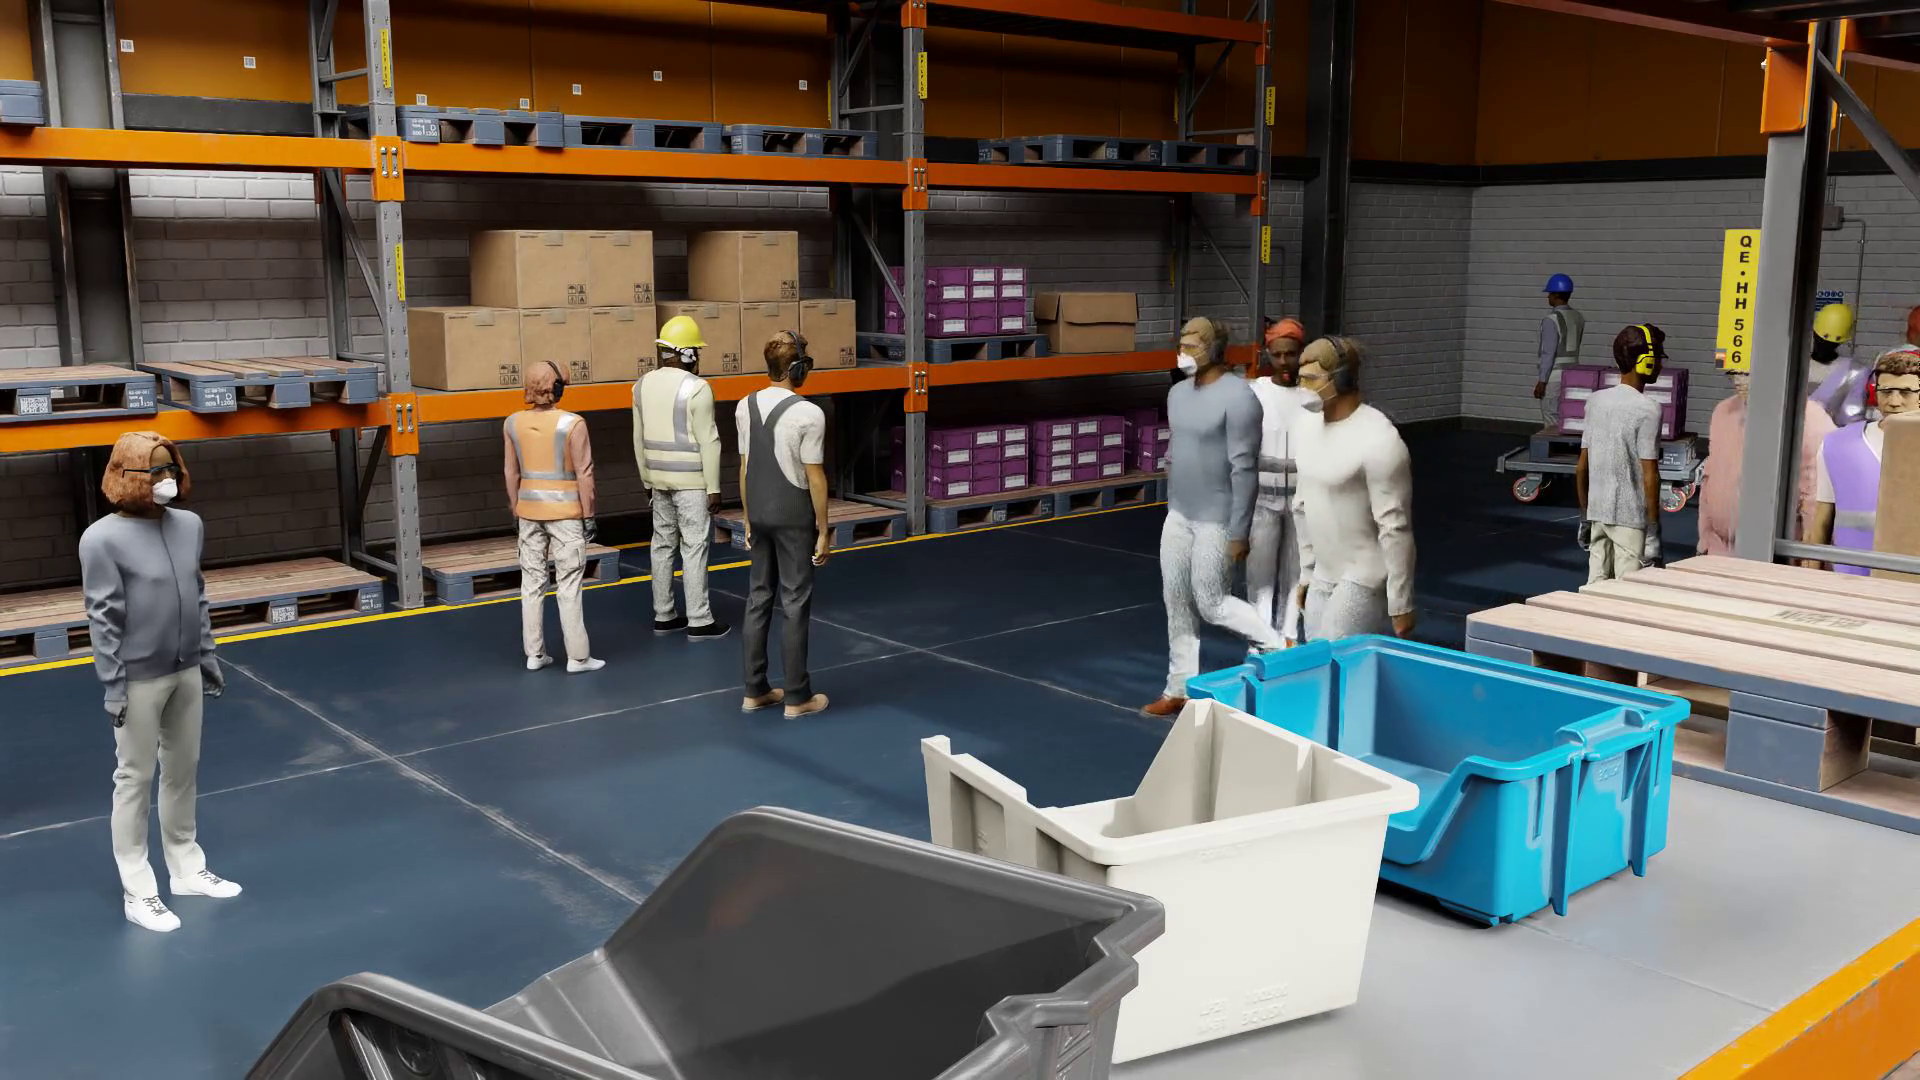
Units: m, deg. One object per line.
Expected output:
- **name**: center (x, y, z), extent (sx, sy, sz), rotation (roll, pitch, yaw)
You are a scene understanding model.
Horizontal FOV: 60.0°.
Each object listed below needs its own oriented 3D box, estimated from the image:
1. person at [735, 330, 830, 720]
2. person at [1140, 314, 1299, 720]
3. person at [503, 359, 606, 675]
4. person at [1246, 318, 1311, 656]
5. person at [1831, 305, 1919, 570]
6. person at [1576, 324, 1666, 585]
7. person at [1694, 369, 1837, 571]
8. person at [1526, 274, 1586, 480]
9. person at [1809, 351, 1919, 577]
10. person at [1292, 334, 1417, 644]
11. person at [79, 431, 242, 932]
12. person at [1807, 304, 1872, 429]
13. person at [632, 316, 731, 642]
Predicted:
- **person**: center (-0.828, -0.064, 7.837), extent (0.511, 1.840, 0.339), rotation (7, 12, 33)
- **person**: center (1.227, -0.101, 7.812), extent (0.695, 1.922, 0.637), rotation (-5, 11, -26)
- **person**: center (-2.117, -0.112, 8.638), extent (0.512, 1.642, 0.311), rotation (3, 11, 19)
- **person**: center (1.599, -0.140, 8.134), extent (0.590, 1.866, 0.629), rotation (1, 10, 4)
- **person**: center (6.321, -0.656, 11.172), extent (0.986, 1.830, 0.624), rotation (0, 10, 0)
- **person**: center (3.083, -0.069, 7.757), extent (0.309, 1.868, 0.535), rotation (-3, 11, -18)
- **person**: center (3.517, 0.035, 7.189), extent (0.603, 1.865, 0.663), rotation (-3, 11, -17)
- **person**: center (5.661, -1.541, 15.779), extent (0.602, 1.948, 0.387), rotation (-9, 14, -42)
- **person**: center (3.564, 0.191, 6.397), extent (0.560, 1.836, 0.380), rotation (7, 12, 34)
- **person**: center (1.581, 0.162, 6.371), extent (0.688, 1.907, 0.647), rotation (-3, 10, -15)
- **person**: center (-2.645, 0.451, 5.502), extent (0.285, 1.633, 0.497), rotation (3, 11, 16)
- **person**: center (5.161, -0.501, 10.179), extent (0.865, 1.867, 0.651), rotation (-9, 13, -41)
- **person**: center (-1.563, -0.344, 9.398), extent (0.603, 1.830, 0.404), rotation (7, 12, 35)
